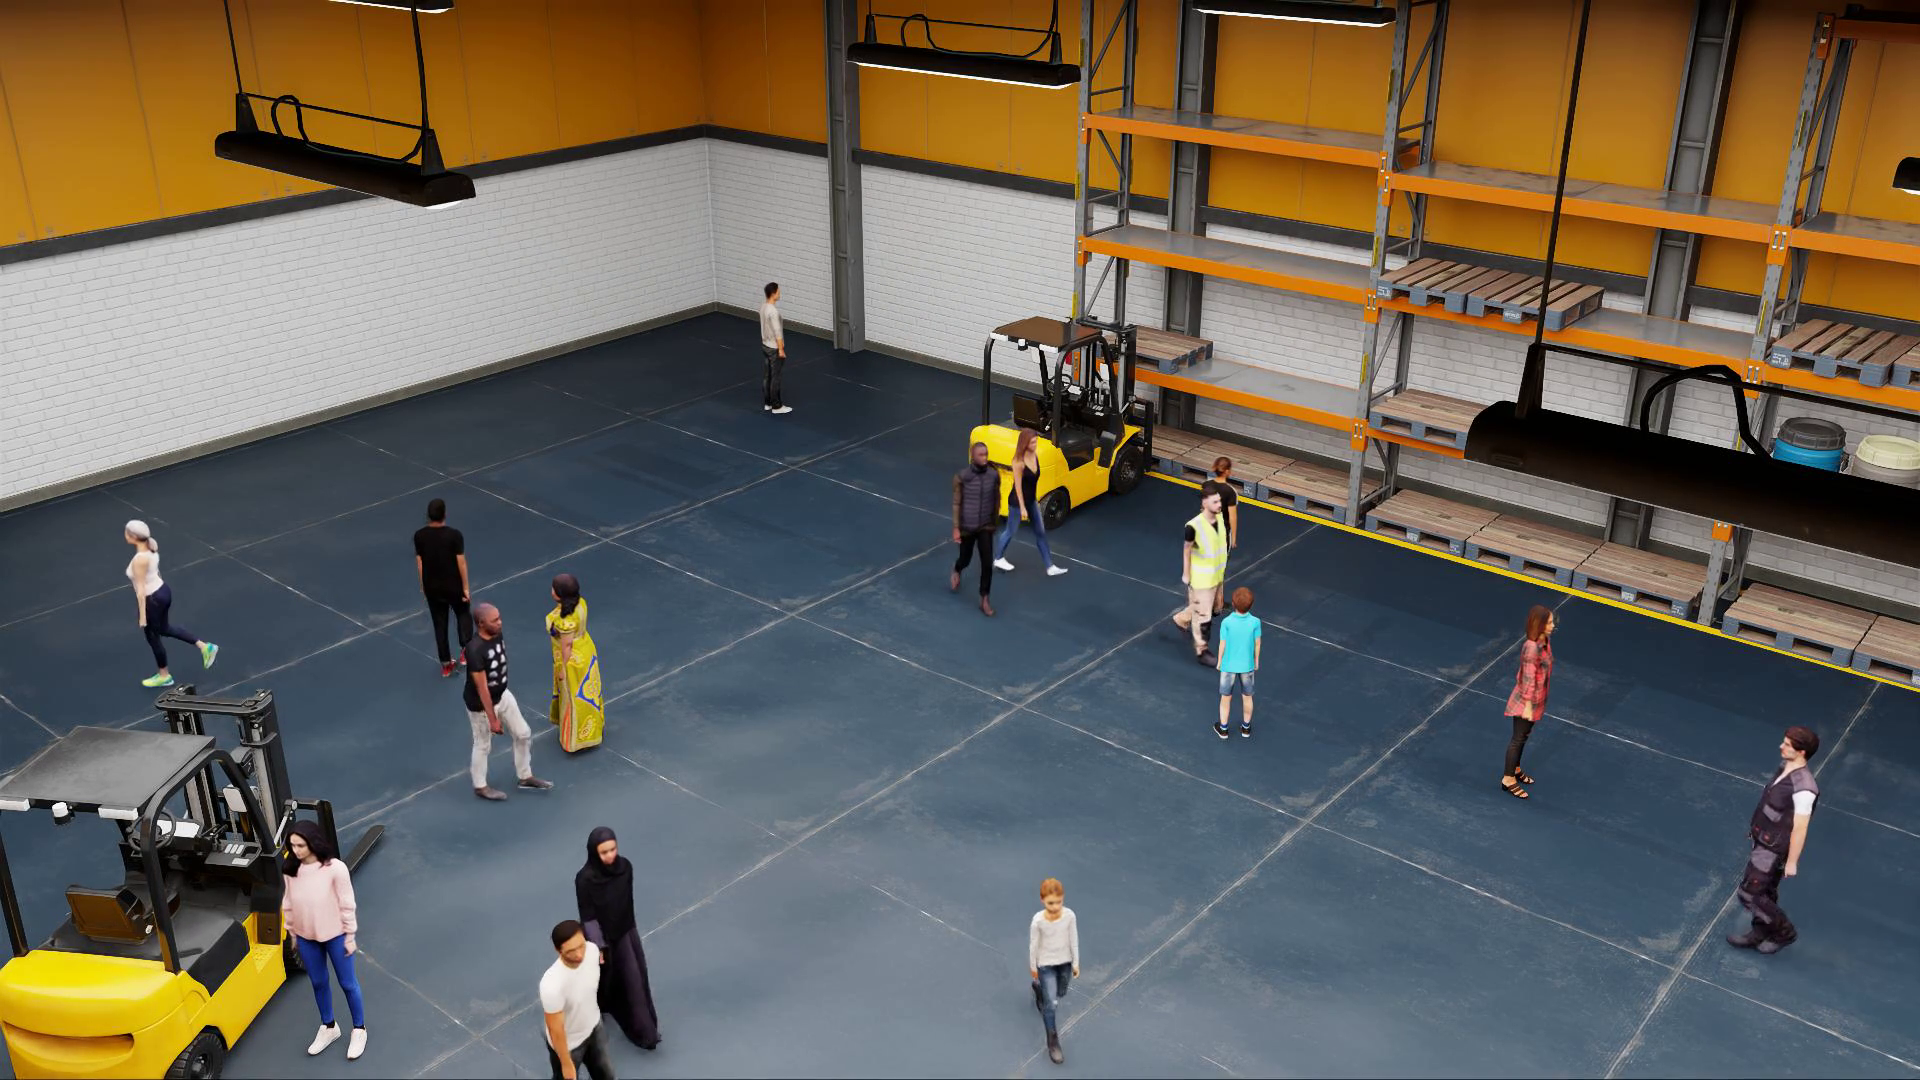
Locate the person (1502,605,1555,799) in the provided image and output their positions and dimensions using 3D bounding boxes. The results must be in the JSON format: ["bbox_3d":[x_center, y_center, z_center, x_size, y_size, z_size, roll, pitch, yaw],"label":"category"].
[{"bbox_3d":[4.734,1.320,13.842,0.608,1.703,0.654,13,27,27],"label":"person"}]

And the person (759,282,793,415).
[{"bbox_3d":[-2.571,-2.634,22.757,0.778,1.807,0.605,-14,27,-29],"label":"person"}]

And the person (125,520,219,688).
[{"bbox_3d":[-7.406,0.603,15.502,1.000,1.687,0.962,-3,24,-6],"label":"person"}]

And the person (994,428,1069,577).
[{"bbox_3d":[0.611,-0.394,17.812,1.080,1.664,0.594,17,29,34],"label":"person"}]

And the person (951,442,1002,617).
[{"bbox_3d":[0.126,-0.157,17.086,1.053,1.811,1.211,-8,25,-17],"label":"person"}]

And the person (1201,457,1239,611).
[{"bbox_3d":[2.618,-0.068,17.061,0.462,1.668,0.643,20,31,38],"label":"person"}]

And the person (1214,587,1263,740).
[{"bbox_3d":[2.463,1.077,14.715,0.588,1.449,0.653,-1,24,-3],"label":"person"}]

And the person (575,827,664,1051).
[{"bbox_3d":[-2.390,2.576,11.095,0.777,1.603,1.185,-17,29,-34],"label":"person"}]

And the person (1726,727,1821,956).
[{"bbox_3d":[5.870,2.151,11.776,0.831,1.836,0.791,6,24,13],"label":"person"}]

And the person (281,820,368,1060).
[{"bbox_3d":[-4.146,2.587,10.862,0.670,1.769,0.790,3,24,8],"label":"person"}]

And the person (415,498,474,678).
[{"bbox_3d":[-4.882,0.487,15.698,0.772,1.742,0.834,-2,24,-5],"label":"person"}]

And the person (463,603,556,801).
[{"bbox_3d":[-3.955,1.341,13.693,0.998,1.784,0.872,8,25,17],"label":"person"}]

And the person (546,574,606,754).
[{"bbox_3d":[-3.375,1.042,14.531,1.036,1.660,1.003,1,24,2],"label":"person"}]

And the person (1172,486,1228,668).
[{"bbox_3d":[2.312,0.306,16.001,0.914,1.832,0.695,20,31,38],"label":"person"}]

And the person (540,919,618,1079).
[{"bbox_3d":[-2.373,2.944,10.058,0.873,1.758,0.739,10,25,21],"label":"person"}]

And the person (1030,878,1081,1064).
[{"bbox_3d":[0.607,2.773,11.020,0.743,1.300,0.907,-7,25,-16],"label":"person"}]
